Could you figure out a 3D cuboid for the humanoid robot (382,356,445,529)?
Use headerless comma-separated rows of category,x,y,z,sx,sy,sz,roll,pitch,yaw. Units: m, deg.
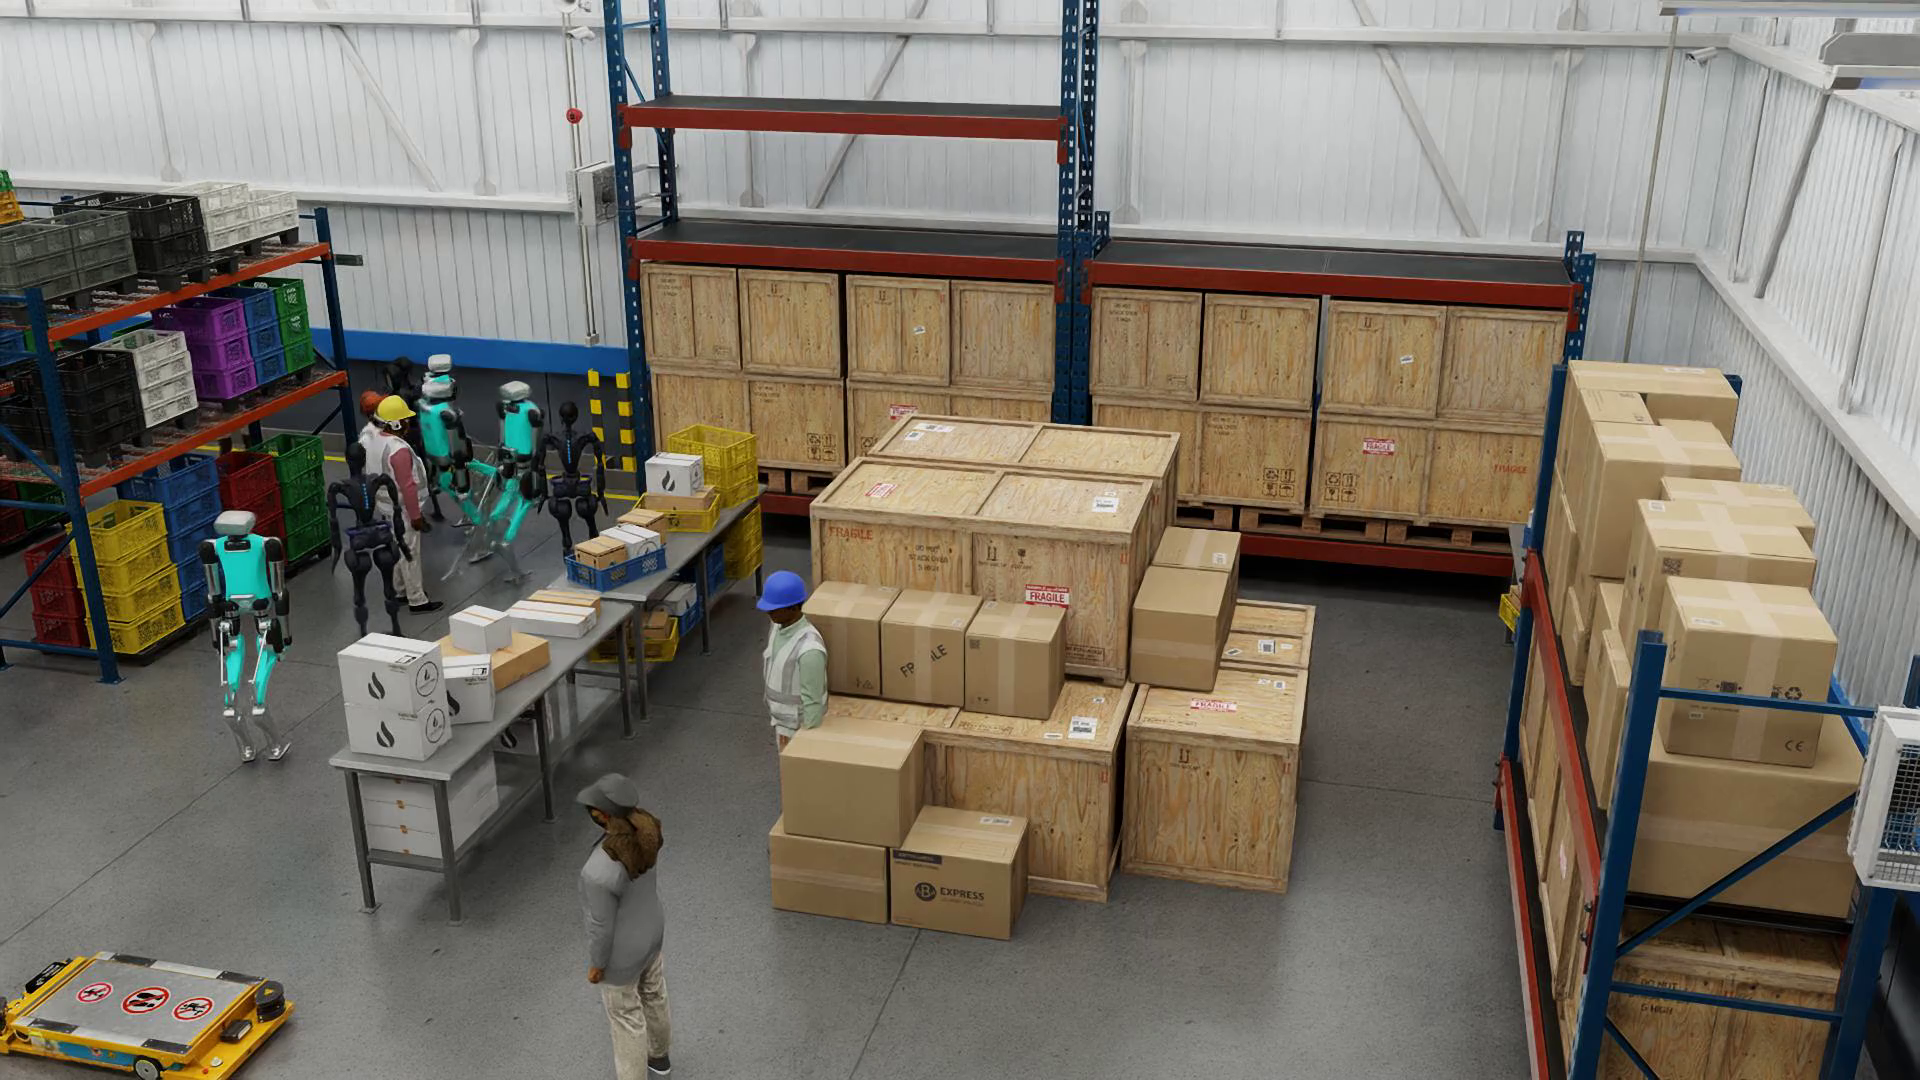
humanoid robot,-5.086,-0.908,15.451,0.331,1.654,0.590,18,28,40

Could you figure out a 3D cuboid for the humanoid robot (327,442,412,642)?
humanoid robot,-4.602,0.045,12.951,0.609,1.646,0.329,-14,25,-32

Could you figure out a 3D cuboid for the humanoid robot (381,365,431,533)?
humanoid robot,-5.134,-0.810,15.200,0.381,1.638,0.610,17,27,37

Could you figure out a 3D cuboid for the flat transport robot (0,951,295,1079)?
flat transport robot,-4.270,2.464,8.601,1.431,0.231,0.659,5,22,13

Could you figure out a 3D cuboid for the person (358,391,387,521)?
person,-4.749,-0.408,13.917,0.353,1.840,0.768,0,21,1

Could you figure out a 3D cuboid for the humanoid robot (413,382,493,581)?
humanoid robot,-4.284,-0.563,14.496,0.549,1.785,0.865,16,26,36

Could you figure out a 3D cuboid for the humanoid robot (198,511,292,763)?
humanoid robot,-4.746,0.693,11.026,0.530,1.689,0.743,-3,21,-7

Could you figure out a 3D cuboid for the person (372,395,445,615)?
person,-4.550,-0.290,13.612,0.404,1.834,0.588,-15,26,-35

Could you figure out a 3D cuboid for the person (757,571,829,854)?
person,-0.981,1.077,9.895,0.411,1.939,0.602,-10,23,-24

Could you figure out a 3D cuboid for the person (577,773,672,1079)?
person,-1.584,1.907,7.955,0.400,1.769,0.560,6,22,16

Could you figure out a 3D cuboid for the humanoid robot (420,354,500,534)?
humanoid robot,-4.450,-0.896,15.152,0.735,1.673,0.533,-17,27,-37

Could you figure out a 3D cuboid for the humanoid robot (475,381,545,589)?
humanoid robot,-3.851,-0.392,14.087,0.544,1.836,0.717,15,26,34

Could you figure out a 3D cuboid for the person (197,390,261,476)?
person,-7.085,-1.349,16.102,0.607,2.041,0.383,-9,23,-21

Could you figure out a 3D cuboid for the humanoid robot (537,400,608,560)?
humanoid robot,-3.289,-0.384,14.072,0.589,1.656,0.358,-5,21,-12
